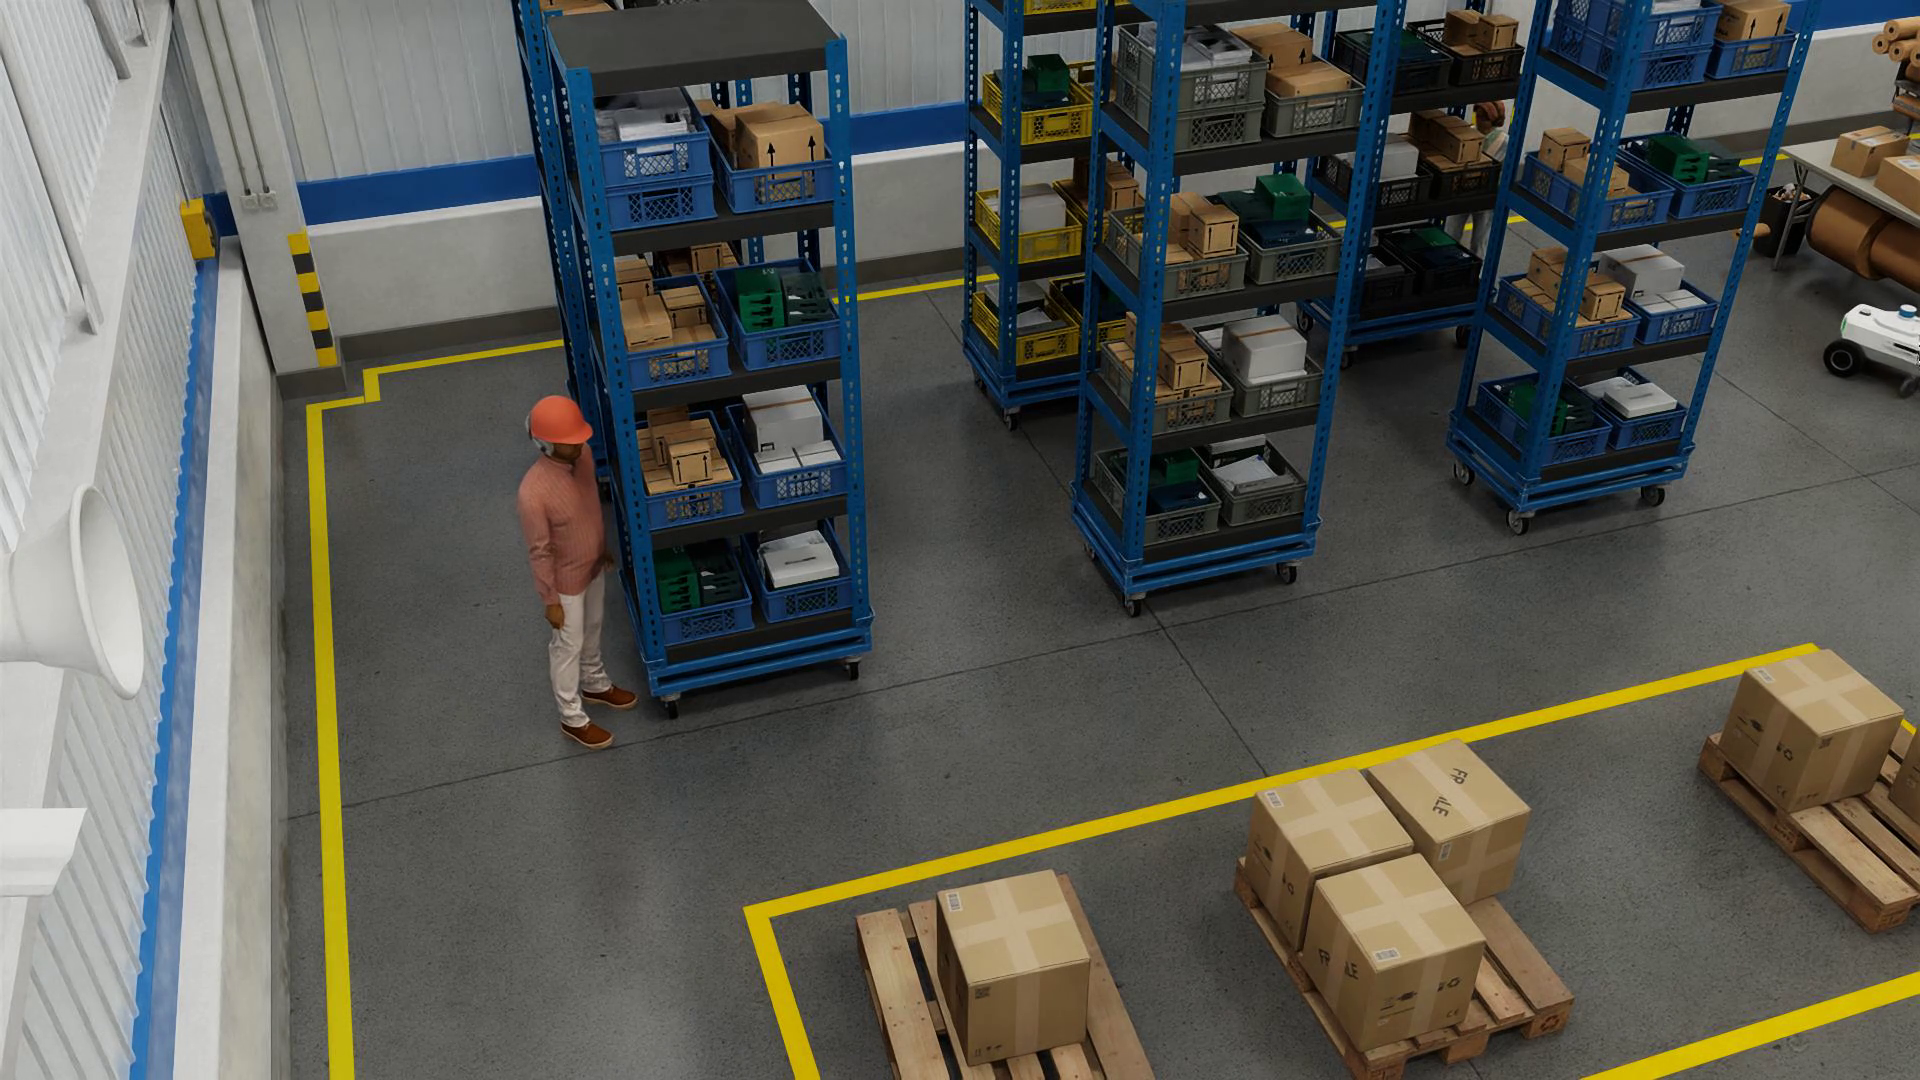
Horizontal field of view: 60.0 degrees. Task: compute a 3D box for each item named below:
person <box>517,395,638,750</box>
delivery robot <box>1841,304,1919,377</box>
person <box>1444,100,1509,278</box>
[{"bbox_3d":[-1.917,0.145,8.341,0.396,1.993,0.618,10,36,13],"label":"person"},{"bbox_3d":[6.611,-1.419,11.721,0.477,0.478,0.707,-28,44,-34],"label":"delivery robot"},{"bbox_3d":[3.836,-2.518,12.422,0.514,1.637,0.315,23,41,29],"label":"person"}]
